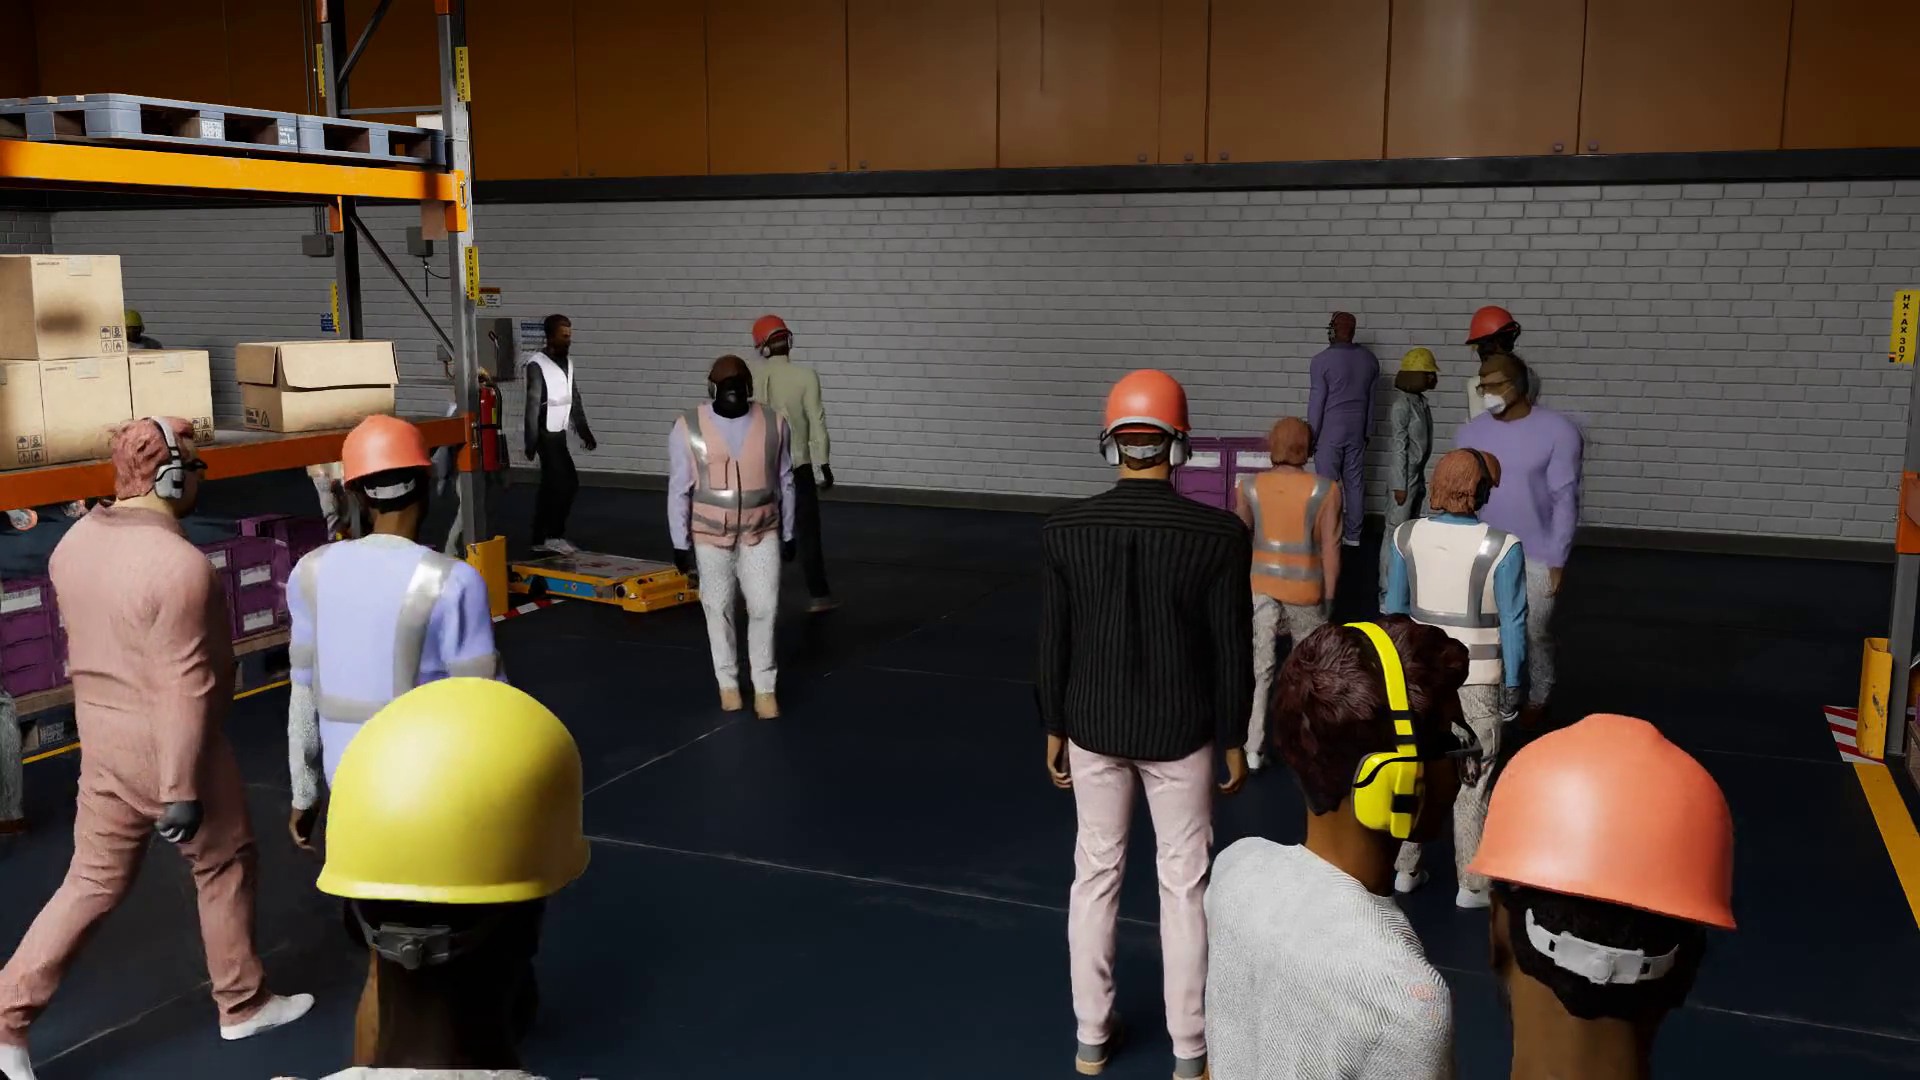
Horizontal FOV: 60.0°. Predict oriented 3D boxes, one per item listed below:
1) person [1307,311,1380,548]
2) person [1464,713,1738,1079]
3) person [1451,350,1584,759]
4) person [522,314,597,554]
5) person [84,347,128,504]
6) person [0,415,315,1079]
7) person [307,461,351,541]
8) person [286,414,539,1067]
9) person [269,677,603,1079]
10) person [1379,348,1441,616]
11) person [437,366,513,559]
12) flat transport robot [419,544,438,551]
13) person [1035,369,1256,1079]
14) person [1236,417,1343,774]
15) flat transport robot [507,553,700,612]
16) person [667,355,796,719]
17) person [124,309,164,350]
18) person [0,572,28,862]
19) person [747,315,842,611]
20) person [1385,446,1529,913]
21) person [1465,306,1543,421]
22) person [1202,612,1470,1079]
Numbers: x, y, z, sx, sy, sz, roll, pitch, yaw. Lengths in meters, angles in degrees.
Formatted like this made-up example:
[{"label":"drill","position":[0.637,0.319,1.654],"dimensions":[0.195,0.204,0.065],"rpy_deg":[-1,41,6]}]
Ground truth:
[{"label":"person","position":[3.011,-0.863,13.278],"dimensions":[0.641,1.908,0.407],"rpy_deg":[-5,10,-27]},{"label":"person","position":[0.543,1.103,1.506],"dimensions":[0.559,1.869,1.024],"rpy_deg":[-1,9,-4]},{"label":"person","position":[2.612,0.049,7.811],"dimensions":[0.631,1.895,0.995],"rpy_deg":[6,11,34]},{"label":"person","position":[-3.156,-0.828,13.121],"dimensions":[0.602,1.890,0.586],"rpy_deg":[1,9,7]},{"label":"person","position":[-8.213,-1.284,15.894],"dimensions":[0.346,1.882,0.584],"rpy_deg":[9,13,43]},{"label":"person","position":[-2.310,0.596,4.584],"dimensions":[0.648,1.873,0.930],"rpy_deg":[5,11,29]},{"label":"person","position":[-4.483,-0.452,11.666],"dimensions":[0.471,1.618,0.532],"rpy_deg":[-5,10,-27]},{"label":"person","position":[-1.399,0.616,4.382],"dimensions":[0.600,1.879,0.979],"rpy_deg":[4,10,21]},{"label":"person","position":[-0.439,1.070,1.535],"dimensions":[0.593,1.913,0.417],"rpy_deg":[1,9,4]},{"label":"person","position":[2.944,-0.379,10.839],"dimensions":[0.317,1.743,0.488],"rpy_deg":[6,11,31]},{"label":"person","position":[-3.514,-0.463,11.885],"dimensions":[0.779,1.585,0.527],"rpy_deg":[4,10,25]},{"label":"flat transport robot","position":[-4.457,0.193,11.820],"dimensions":[1.431,0.197,0.652],"rpy_deg":[-3,10,-16]},{"label":"person","position":[0.512,0.525,4.624],"dimensions":[0.613,1.991,0.405],"rpy_deg":[4,10,22]},{"label":"person","position":[1.490,0.231,7.601],"dimensions":[0.530,1.581,0.898],"rpy_deg":[4,10,25]},{"label":"flat transport robot","position":[-2.425,0.269,11.364],"dimensions":[1.431,0.197,0.652],"rpy_deg":[6,11,34]},{"label":"person","position":[-1.119,0.000,8.295],"dimensions":[0.662,1.819,0.714],"rpy_deg":[-2,10,-14]},{"label":"person","position":[-8.657,-1.520,17.543],"dimensions":[0.614,1.804,0.623],"rpy_deg":[-6,11,-34]},{"label":"person","position":[-3.821,0.277,6.290],"dimensions":[0.353,1.930,0.635],"rpy_deg":[-1,9,-7]},{"label":"person","position":[-1.168,-0.499,10.970],"dimensions":[0.678,1.950,0.477],"rpy_deg":[5,10,27]},{"label":"person","position":[1.745,0.490,5.885],"dimensions":[0.523,1.639,0.308],"rpy_deg":[9,13,43]},{"label":"person","position":[3.131,-0.354,9.813],"dimensions":[0.605,2.034,0.393],"rpy_deg":[-8,12,-39]},{"label":"person","position":[0.469,1.007,2.055],"dimensions":[0.326,1.872,0.518],"rpy_deg":[-3,10,-19]}]
